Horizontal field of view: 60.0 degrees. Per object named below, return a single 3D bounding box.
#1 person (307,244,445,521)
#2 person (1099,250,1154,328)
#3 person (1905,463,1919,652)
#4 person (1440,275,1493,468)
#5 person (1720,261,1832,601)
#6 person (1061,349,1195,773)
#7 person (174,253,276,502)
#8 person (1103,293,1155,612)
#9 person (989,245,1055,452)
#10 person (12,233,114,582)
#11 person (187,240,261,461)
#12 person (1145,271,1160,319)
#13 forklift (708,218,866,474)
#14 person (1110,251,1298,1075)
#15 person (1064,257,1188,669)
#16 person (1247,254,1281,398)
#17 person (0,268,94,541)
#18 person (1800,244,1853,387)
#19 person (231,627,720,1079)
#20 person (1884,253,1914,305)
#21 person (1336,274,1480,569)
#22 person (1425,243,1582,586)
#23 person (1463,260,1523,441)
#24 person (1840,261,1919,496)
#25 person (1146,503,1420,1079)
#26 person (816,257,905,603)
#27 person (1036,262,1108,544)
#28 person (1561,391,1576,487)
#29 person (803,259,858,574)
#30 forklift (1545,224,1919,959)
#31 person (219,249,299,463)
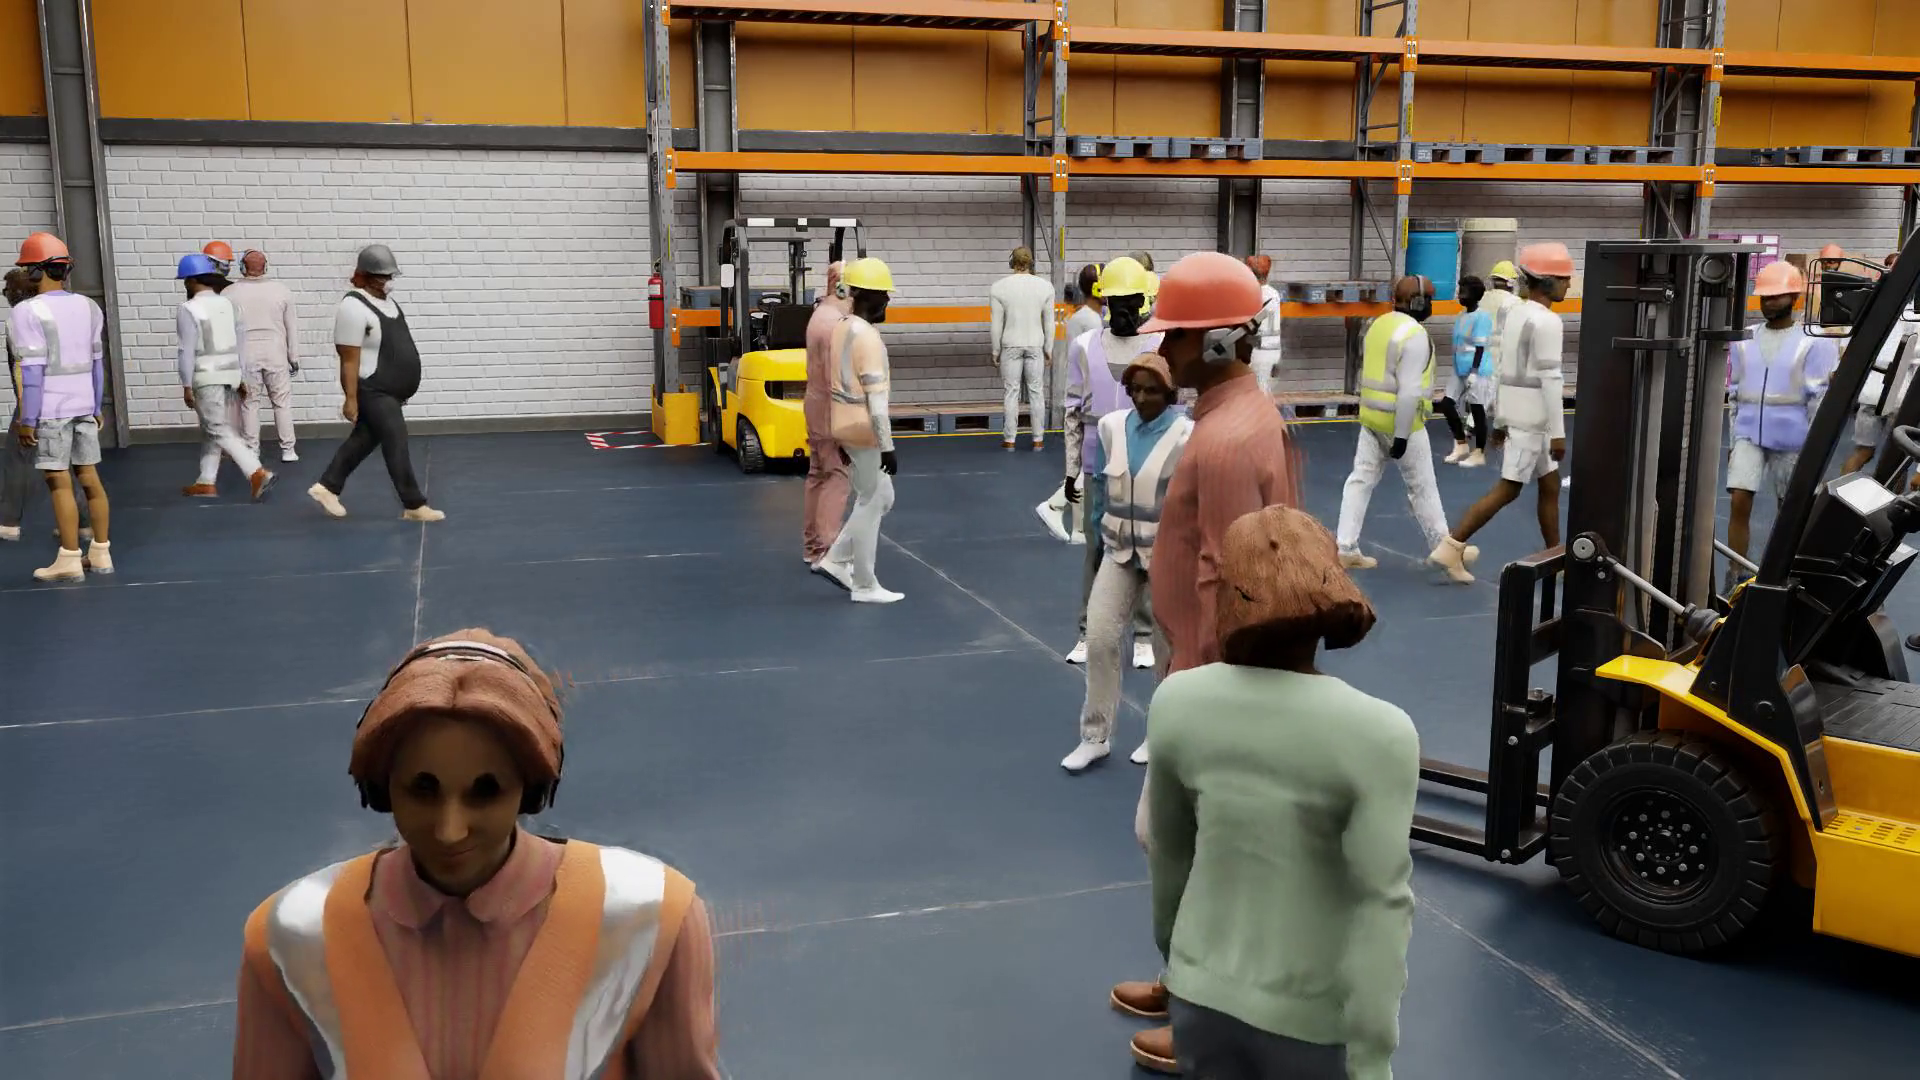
[{"bbox_3d":[-4.236,-1.140,11.825,0.979,2.000,0.740,1,10,3],"label":"person"},{"bbox_3d":[1.344,-1.316,13.107,0.633,1.923,0.707,5,11,24],"label":"person"},{"bbox_3d":[4.861,-0.388,7.978,0.543,1.939,0.360,1,10,5],"label":"person"},{"bbox_3d":[4.450,-1.463,14.562,0.432,1.682,0.538,-2,11,-13],"label":"person"},{"bbox_3d":[4.510,-0.587,9.183,0.947,1.902,0.551,-9,14,-41],"label":"person"},{"bbox_3d":[0.660,0.093,6.212,0.550,1.606,0.652,8,13,36],"label":"person"},{"bbox_3d":[-5.664,-1.234,12.729,0.913,1.910,0.613,3,11,16],"label":"person"},{"bbox_3d":[0.919,-0.490,9.025,0.323,1.764,0.523,-3,11,-16],"label":"person"},{"bbox_3d":[0.583,-1.797,15.707,0.631,1.940,0.372,-1,10,-6],"label":"person"},{"bbox_3d":[-5.306,-0.771,9.793,0.373,2.043,0.615,2,11,13],"label":"person"},{"bbox_3d":[-6.675,-1.705,15.058,0.620,1.991,0.394,3,11,18],"label":"person"},{"bbox_3d":[1.256,-0.998,11.773,0.952,1.789,0.604,-1,10,-3],"label":"person"},{"bbox_3d":[-1.522,-1.778,14.899,1.214,2.155,2.313,-3,11,-17],"label":"forklift"},{"bbox_3d":[0.605,0.297,4.103,0.438,1.990,0.628,3,11,17],"label":"person"},{"bbox_3d":[0.766,-0.355,7.831,0.585,1.928,0.369,3,11,18],"label":"person"},{"bbox_3d":[2.660,-1.615,14.908,0.412,1.870,0.578,4,11,20],"label":"person"},{"bbox_3d":[-6.217,-0.889,11.065,0.850,1.808,0.554,2,10,10],"label":"person"},{"bbox_3d":[8.962,-2.083,17.263,0.345,1.942,0.547,-7,12,-33],"label":"person"},{"bbox_3d":[-0.518,0.890,1.810,0.547,1.619,0.381,0,10,-2],"label":"person"},{"bbox_3d":[10.789,-2.400,19.294,0.429,1.839,0.623,-1,10,-7],"label":"person"},{"bbox_3d":[2.720,-0.695,10.083,0.946,1.791,0.625,-3,11,-15],"label":"person"},{"bbox_3d":[3.217,-0.707,9.593,1.021,2.001,0.621,0,10,1],"label":"person"},{"bbox_3d":[5.364,-1.888,16.608,0.934,1.792,0.601,-5,11,-25],"label":"person"},{"bbox_3d":[6.236,-0.969,11.239,0.775,1.919,0.553,-6,12,-31],"label":"person"},{"bbox_3d":[0.490,0.745,2.658,0.529,1.603,0.414,9,14,42],"label":"person"},{"bbox_3d":[-0.507,-0.584,9.134,0.400,1.911,0.599,-3,11,-14],"label":"person"},{"bbox_3d":[0.796,-0.868,10.833,0.463,1.855,0.554,-1,10,-5],"label":"person"},{"bbox_3d":[5.275,-1.215,13.471,0.847,1.591,0.504,0,10,2],"label":"person"},{"bbox_3d":[-0.752,-0.742,10.075,0.419,1.890,0.653,-1,10,-8],"label":"person"},{"bbox_3d":[2.909,0.117,4.508,2.313,2.155,1.214,9,14,40],"label":"forklift"},{"bbox_3d":[-6.234,-1.625,14.846,0.641,1.909,0.407,-4,11,-22],"label":"person"}]
